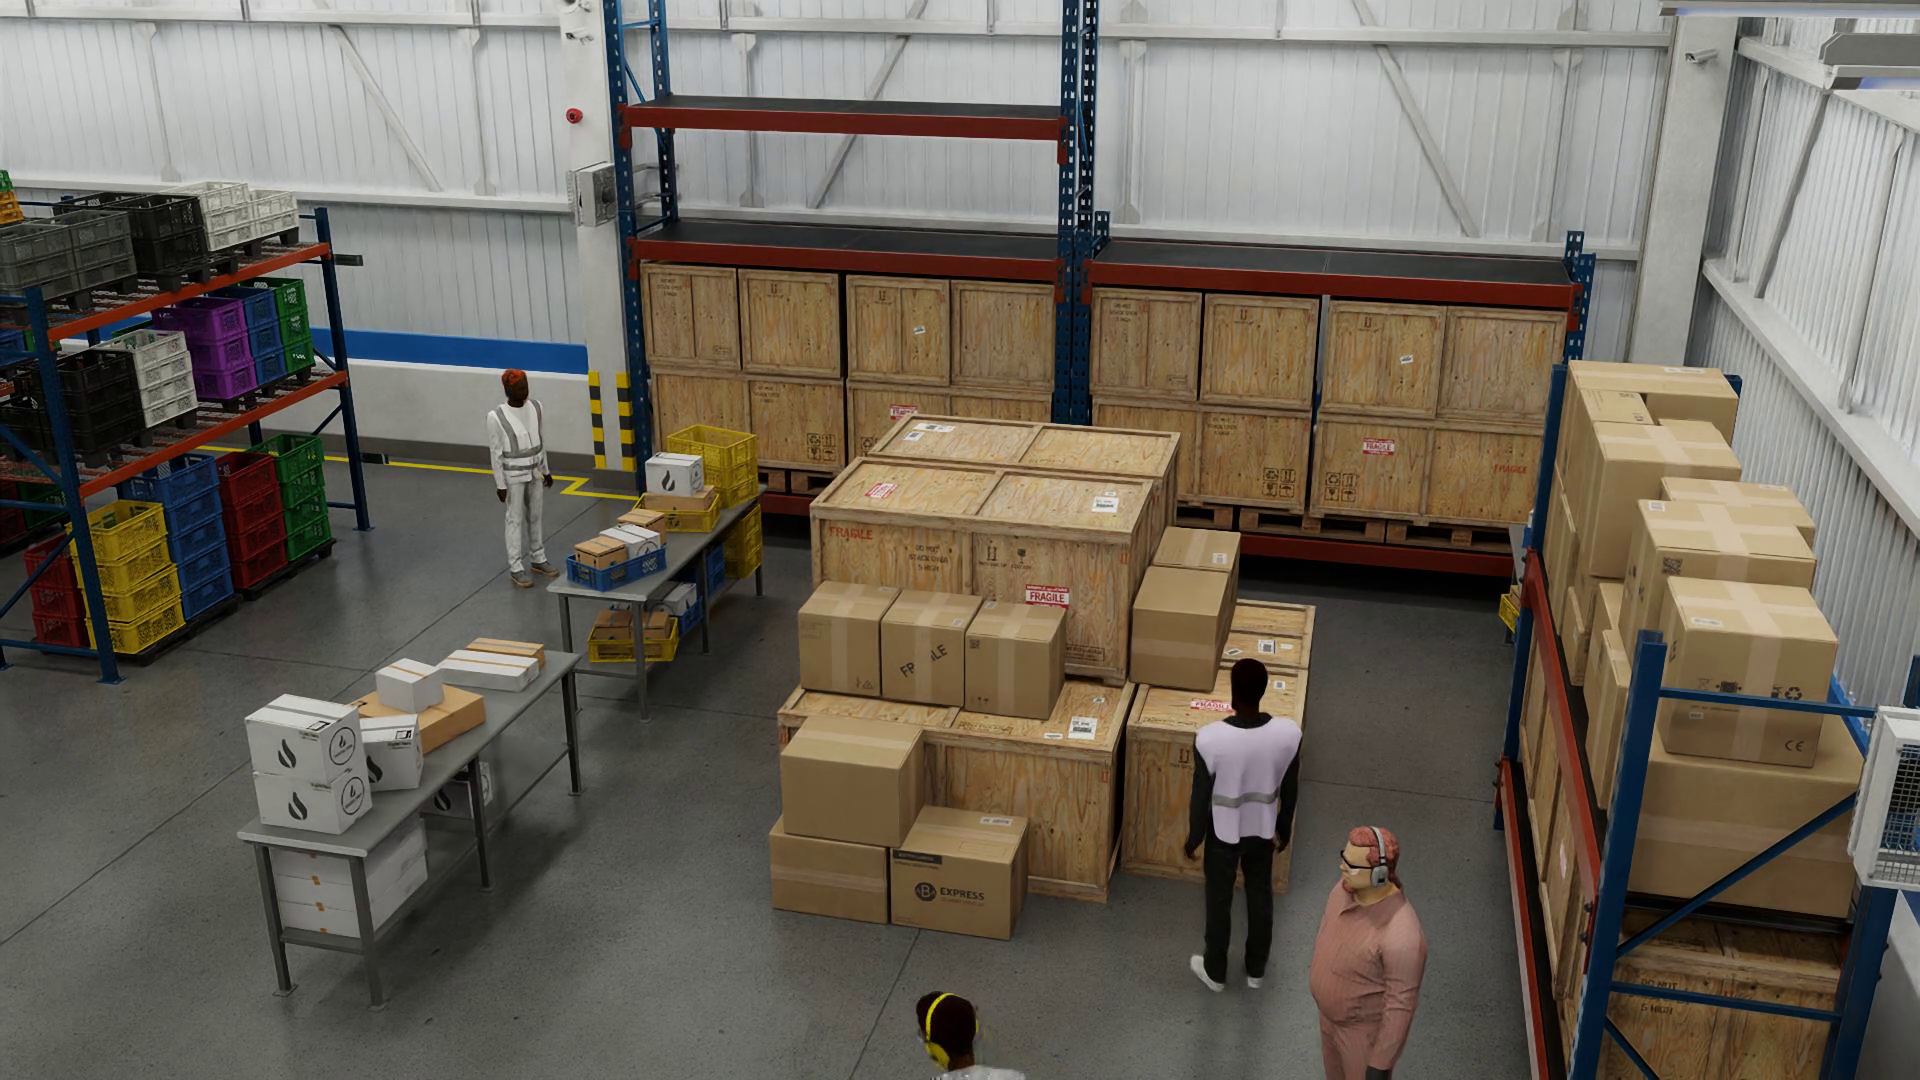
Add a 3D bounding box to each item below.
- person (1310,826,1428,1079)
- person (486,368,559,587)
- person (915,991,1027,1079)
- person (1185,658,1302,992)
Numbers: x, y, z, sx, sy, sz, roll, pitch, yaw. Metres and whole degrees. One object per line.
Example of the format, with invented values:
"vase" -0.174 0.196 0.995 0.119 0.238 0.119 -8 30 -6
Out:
"person" 1.713 2.094 7.254 0.406 1.911 0.636 -4 21 -11
"person" -3.728 -0.546 14.192 0.346 1.883 0.584 13 25 31
"person" 0.038 2.540 6.190 0.533 1.829 0.582 -6 22 -16
"person" 1.483 1.528 8.758 0.595 1.894 0.385 -4 21 -11
